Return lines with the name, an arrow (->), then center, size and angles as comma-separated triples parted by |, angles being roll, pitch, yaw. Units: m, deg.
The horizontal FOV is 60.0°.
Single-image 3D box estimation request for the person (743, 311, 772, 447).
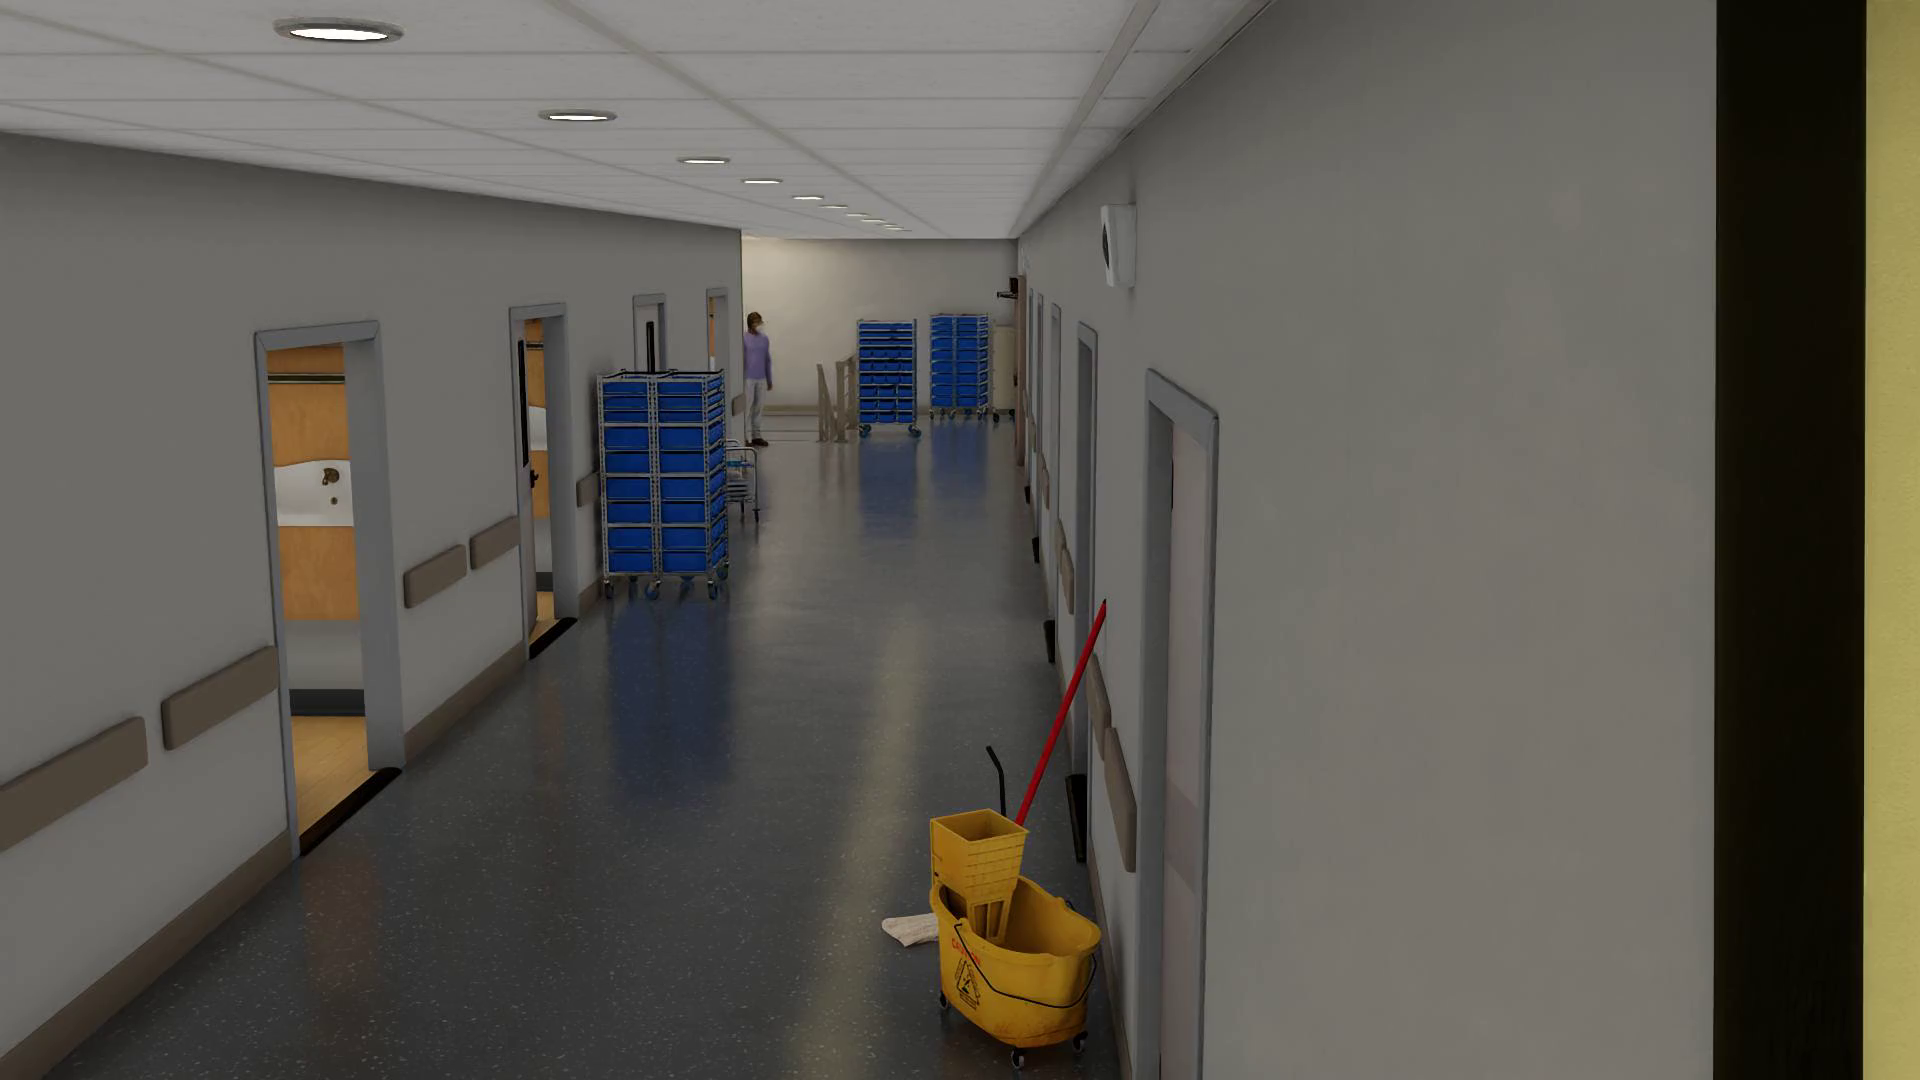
person -> -2.938, -2.278, 23.661 | 0.360, 1.932, 0.639 | 8, 12, 39
